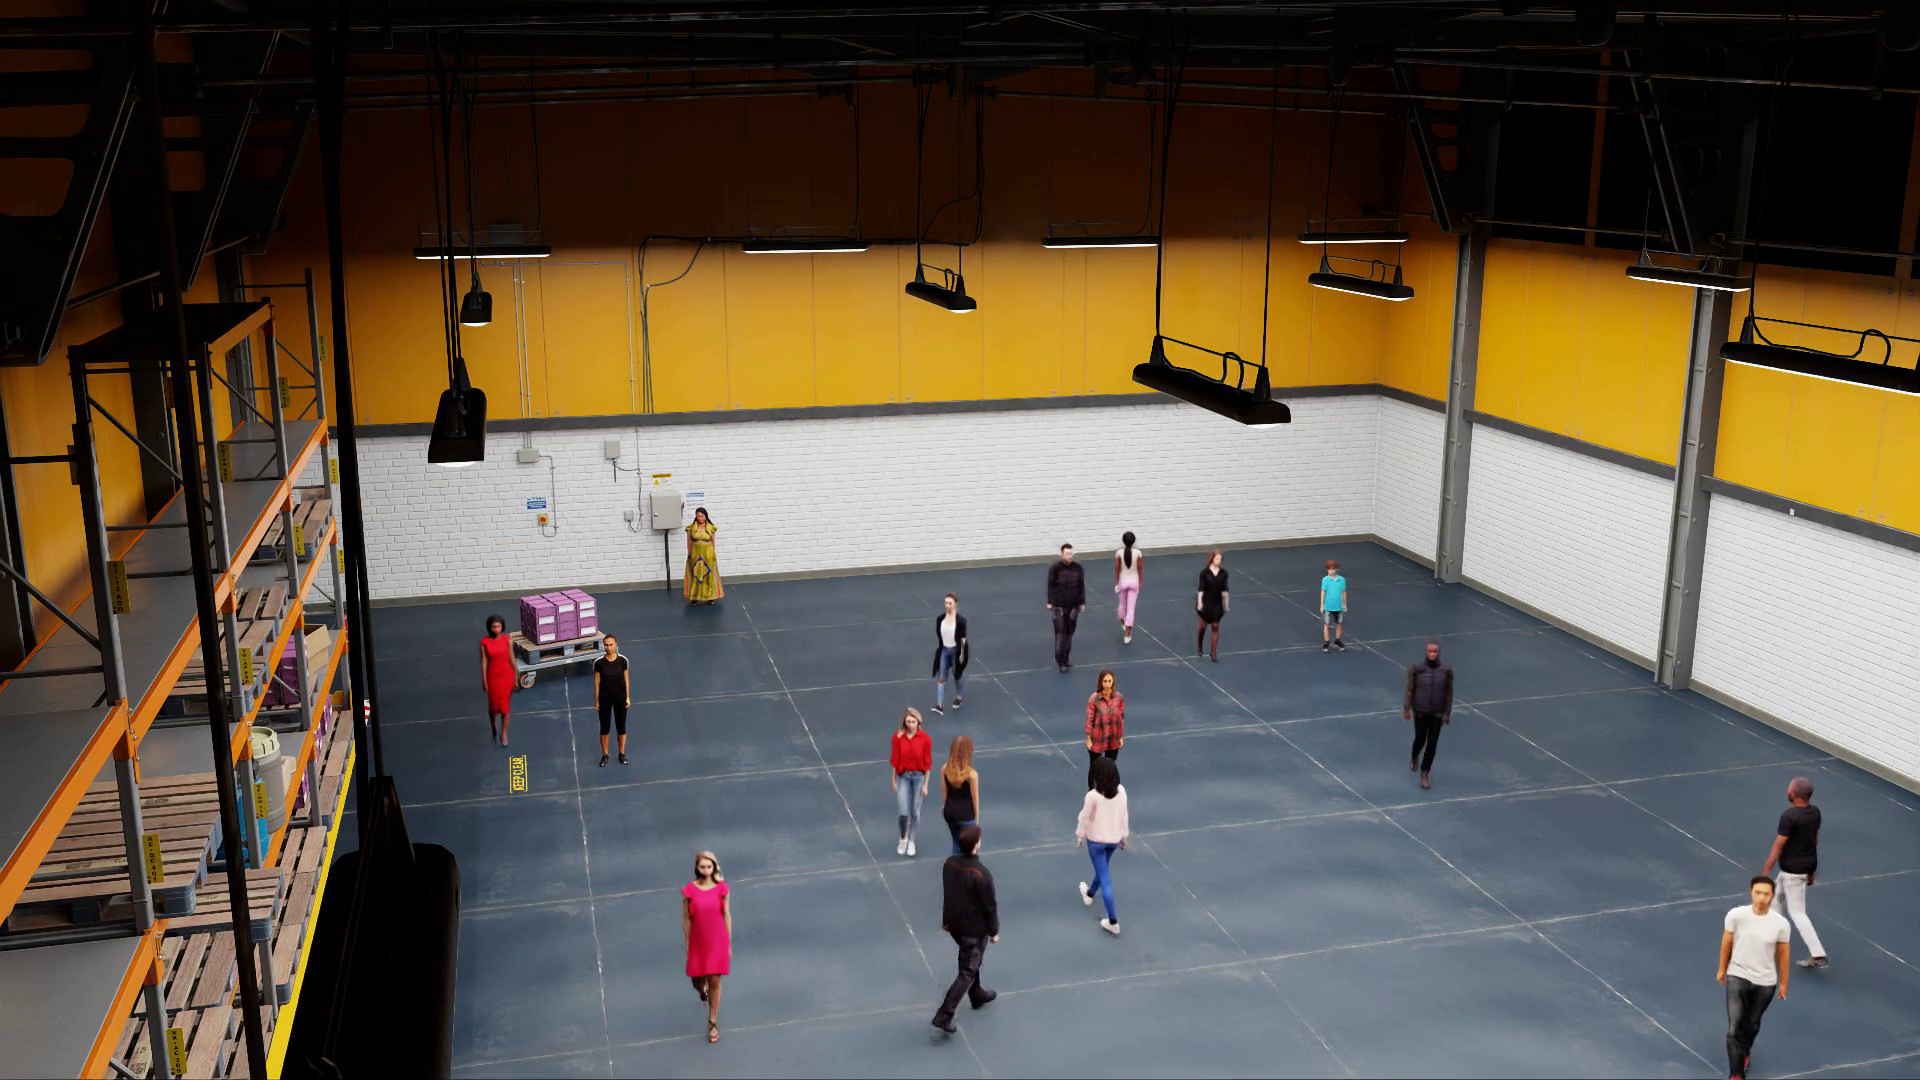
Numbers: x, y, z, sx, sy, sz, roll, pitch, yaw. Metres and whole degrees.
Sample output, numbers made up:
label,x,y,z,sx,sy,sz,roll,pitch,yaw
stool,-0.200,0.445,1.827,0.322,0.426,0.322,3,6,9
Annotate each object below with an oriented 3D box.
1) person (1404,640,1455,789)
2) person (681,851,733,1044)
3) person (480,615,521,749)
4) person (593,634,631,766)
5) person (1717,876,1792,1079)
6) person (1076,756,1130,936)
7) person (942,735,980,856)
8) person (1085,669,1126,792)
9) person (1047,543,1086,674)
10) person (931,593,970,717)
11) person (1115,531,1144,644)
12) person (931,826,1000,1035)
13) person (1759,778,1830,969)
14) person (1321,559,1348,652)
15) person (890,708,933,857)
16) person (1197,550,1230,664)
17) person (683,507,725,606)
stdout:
label,x,y,z,sx,sy,sz,roll,pitch,yaw
person,5.622,2.046,19.961,0.872,1.821,0.955,2,14,10
person,-2.172,3.457,14.365,0.604,1.713,0.824,-2,14,-10
person,-5.885,1.785,21.231,0.639,1.732,0.672,-6,15,-24
person,-4.313,1.961,20.642,0.579,1.667,0.499,-3,14,-13
person,6.535,3.585,13.721,1.047,1.768,1.191,5,14,19
person,1.443,3.003,16.208,0.793,1.728,1.132,-6,15,-25
person,-0.026,2.836,16.952,0.939,1.703,0.987,8,16,30
person,1.674,2.296,19.191,0.621,1.698,0.561,-3,14,-13
person,1.515,0.953,24.329,0.696,1.890,0.900,-4,14,-16
person,-0.068,1.524,22.494,1.009,1.643,1.150,5,15,20
person,2.591,0.750,25.577,0.930,1.697,1.198,3,14,12
person,0.009,3.397,14.423,1.157,1.802,1.226,-13,19,-43
person,7.884,3.142,15.557,0.915,1.764,1.273,-9,16,-32
person,5.678,0.980,25.191,0.663,1.432,0.688,-2,14,-6
person,-0.512,2.583,18.012,0.662,1.695,0.636,0,14,0
person,3.722,0.956,24.726,0.644,1.698,0.601,-2,14,-10
person,-4.298,0.254,27.704,0.839,1.659,0.749,-3,14,-13
